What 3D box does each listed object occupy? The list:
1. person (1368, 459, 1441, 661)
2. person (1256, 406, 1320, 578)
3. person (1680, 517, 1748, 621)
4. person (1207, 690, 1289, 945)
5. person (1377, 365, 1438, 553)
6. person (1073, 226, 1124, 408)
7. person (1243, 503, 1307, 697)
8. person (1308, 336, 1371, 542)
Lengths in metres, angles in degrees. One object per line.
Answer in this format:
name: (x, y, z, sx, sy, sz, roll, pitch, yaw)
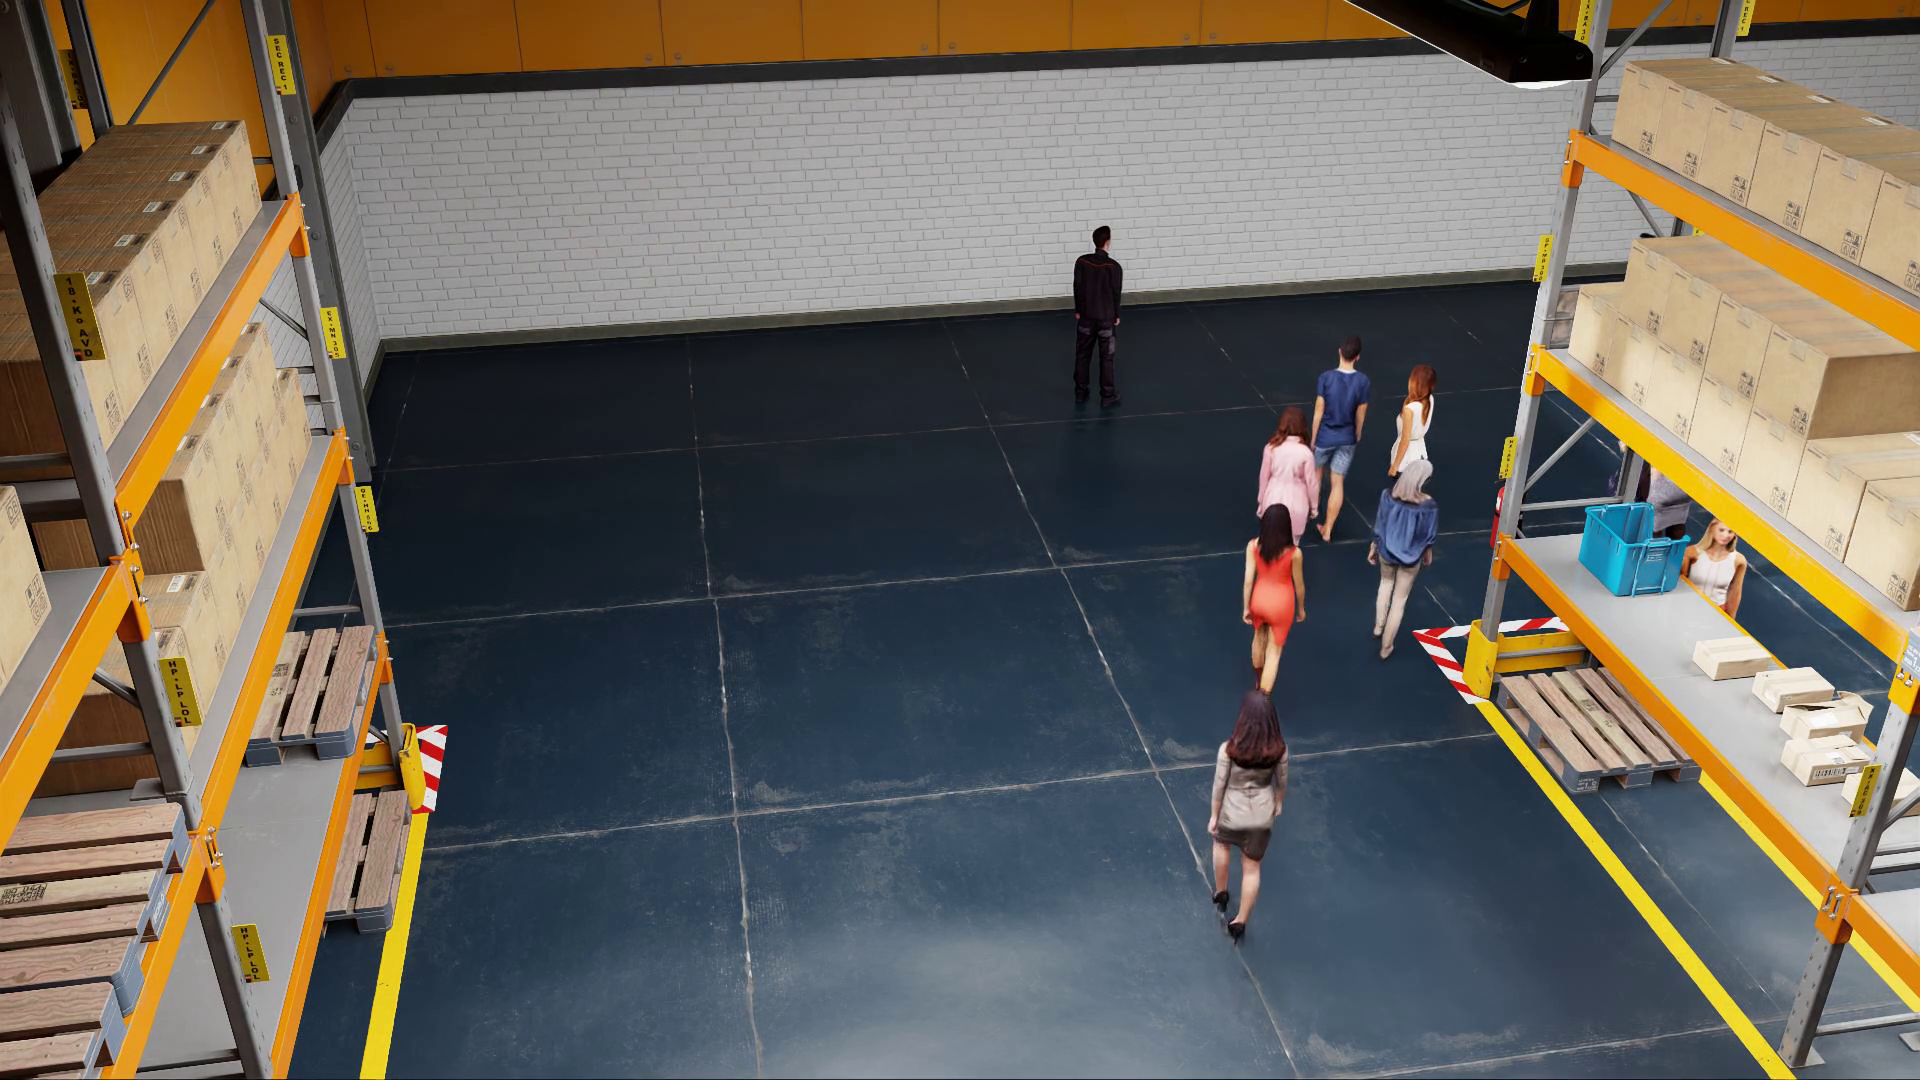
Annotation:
person: (3.389, 0.176, 12.889, 0.838, 1.680, 0.900, 15, 32, 26)
person: (2.637, -0.229, 13.510, 0.741, 1.797, 0.785, 15, 32, 25)
person: (5.336, 0.579, 12.025, 0.730, 1.800, 0.753, 9, 30, 16)
person: (1.732, 1.724, 10.003, 0.689, 1.727, 0.766, 0, 29, -1)
person: (3.894, -0.677, 14.344, 0.713, 1.784, 0.678, 23, 36, 36)
person: (1.432, -2.322, 17.226, 0.779, 1.912, 0.805, 14, 32, 24)
person: (2.287, 0.538, 12.204, 0.912, 1.702, 1.017, 14, 32, 24)
person: (3.319, -0.843, 14.635, 0.832, 1.797, 1.180, 1, 29, 2)
